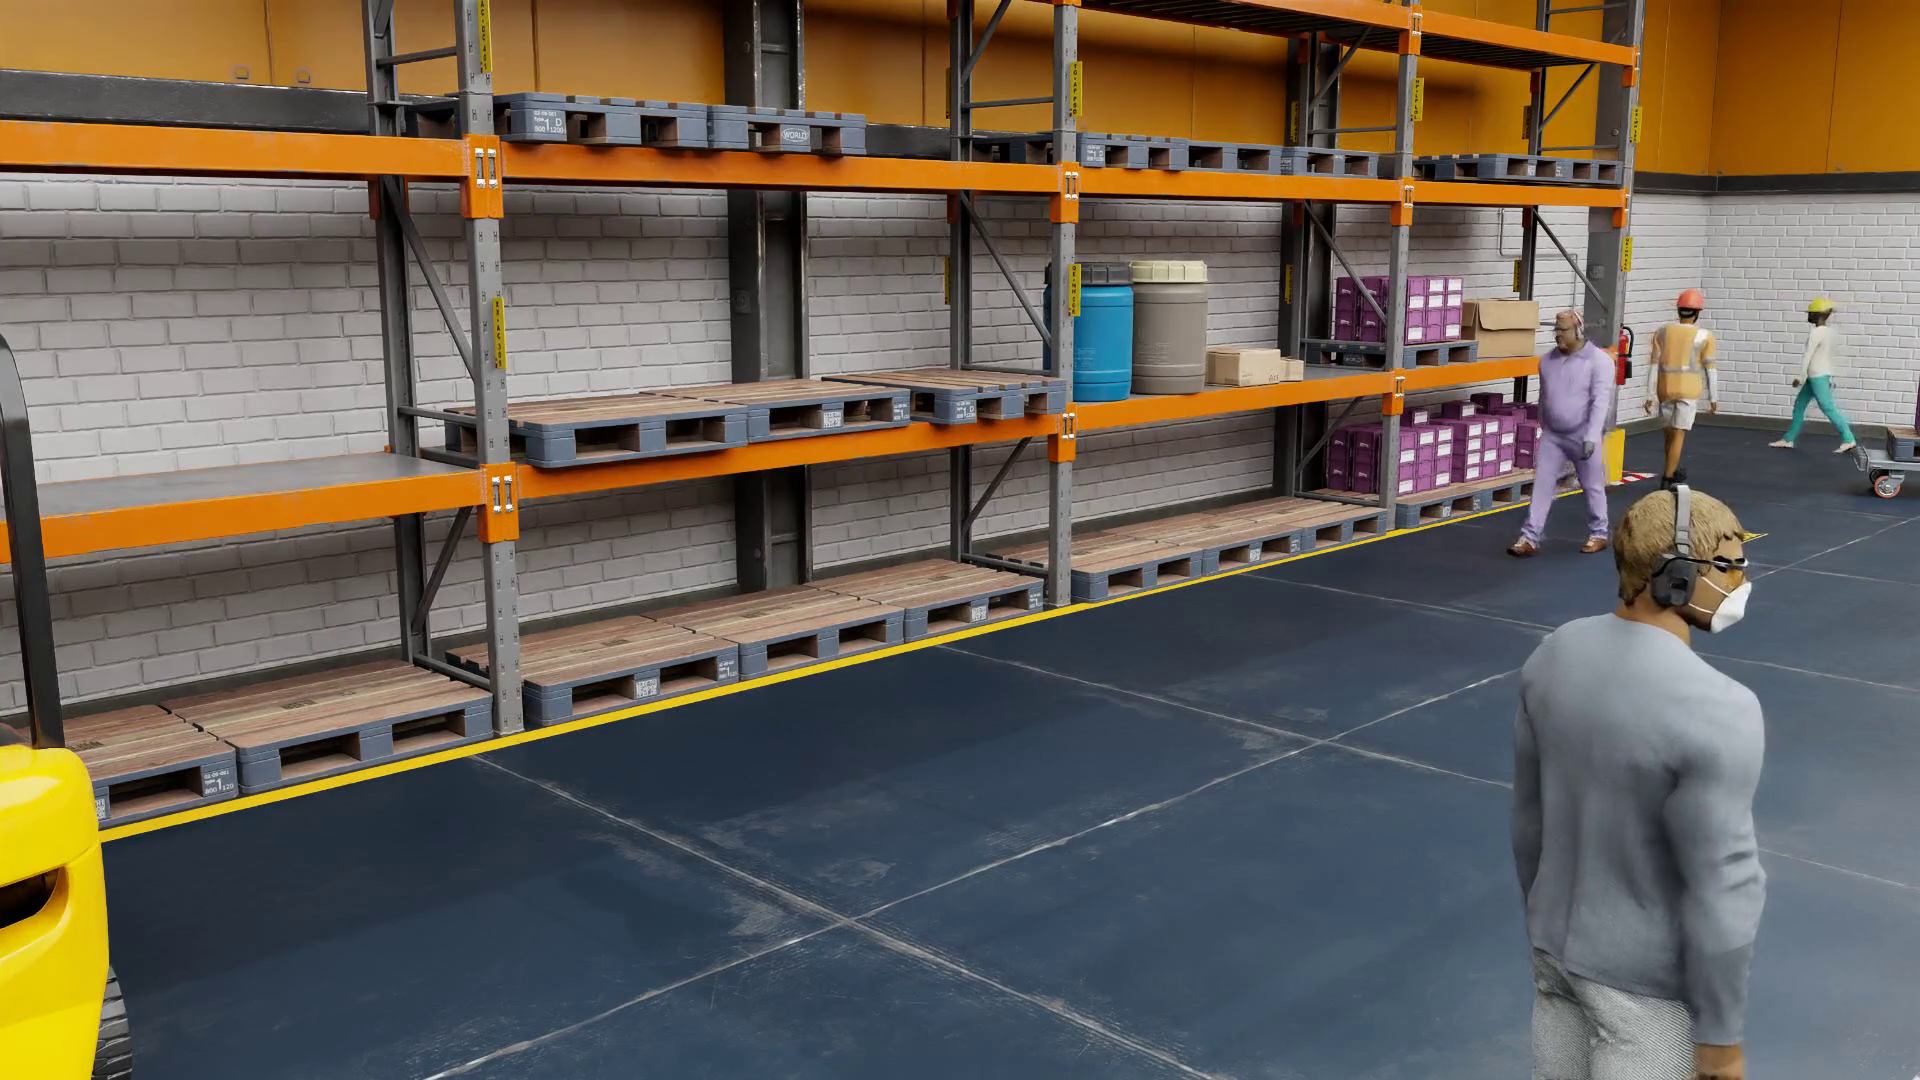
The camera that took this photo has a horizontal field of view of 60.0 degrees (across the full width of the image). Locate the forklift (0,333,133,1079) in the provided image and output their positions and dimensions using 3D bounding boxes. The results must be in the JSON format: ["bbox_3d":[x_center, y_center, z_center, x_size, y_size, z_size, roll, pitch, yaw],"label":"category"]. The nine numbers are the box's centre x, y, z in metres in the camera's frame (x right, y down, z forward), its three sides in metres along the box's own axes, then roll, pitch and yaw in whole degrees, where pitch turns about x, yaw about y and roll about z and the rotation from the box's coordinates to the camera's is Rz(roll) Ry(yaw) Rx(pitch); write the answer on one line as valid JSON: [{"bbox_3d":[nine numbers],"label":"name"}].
[{"bbox_3d":[-3.289,0.485,4.582,1.214,2.155,2.313,-10,14,-44],"label":"forklift"}]

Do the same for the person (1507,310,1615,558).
[{"bbox_3d":[4.572,-0.784,12.447,0.992,1.855,0.645,-9,14,-40],"label":"person"}]

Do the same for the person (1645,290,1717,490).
[{"bbox_3d":[6.745,-1.365,15.487,0.568,1.889,0.960,9,14,41],"label":"person"}]

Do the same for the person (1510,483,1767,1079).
[{"bbox_3d":[1.324,0.849,3.302,0.379,1.937,0.629,-3,11,-14],"label":"person"}]

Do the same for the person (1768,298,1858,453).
[{"bbox_3d":[9.600,-1.833,18.528,0.934,1.717,0.521,8,13,38],"label":"person"}]
